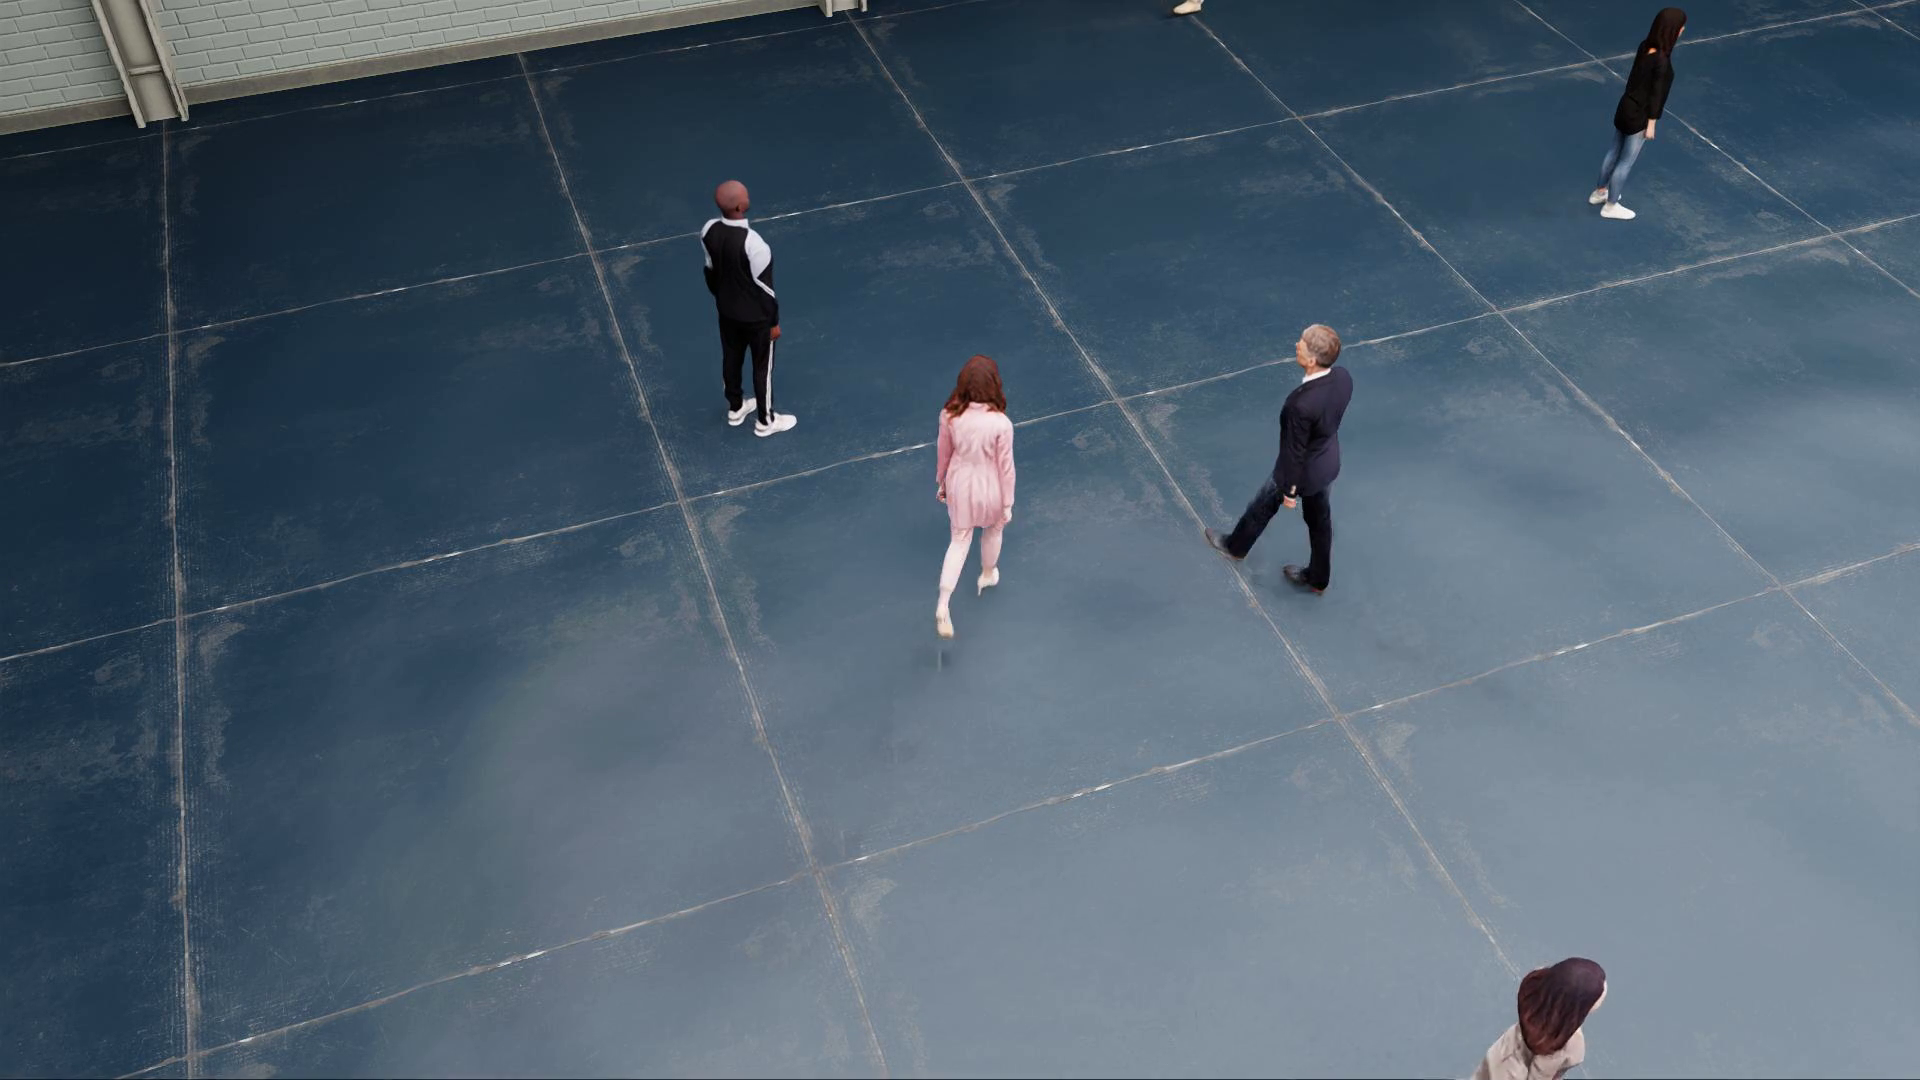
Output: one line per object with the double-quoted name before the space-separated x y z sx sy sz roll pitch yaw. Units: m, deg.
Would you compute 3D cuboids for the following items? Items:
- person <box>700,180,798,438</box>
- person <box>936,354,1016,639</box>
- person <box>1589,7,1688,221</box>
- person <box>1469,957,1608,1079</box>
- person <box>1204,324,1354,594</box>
"person" -1.361 -1.452 10.430 0.738 1.828 0.749 25 49 25
"person" 0.058 -0.202 9.127 1.066 1.780 1.090 15 45 15
"person" 5.065 -3.203 12.439 0.592 1.645 0.626 -4 43 -4
"person" 2.149 2.157 6.653 1.158 1.707 0.864 1 43 1
"person" 2.011 -0.396 9.330 1.075 1.786 1.000 -33 52 -30
